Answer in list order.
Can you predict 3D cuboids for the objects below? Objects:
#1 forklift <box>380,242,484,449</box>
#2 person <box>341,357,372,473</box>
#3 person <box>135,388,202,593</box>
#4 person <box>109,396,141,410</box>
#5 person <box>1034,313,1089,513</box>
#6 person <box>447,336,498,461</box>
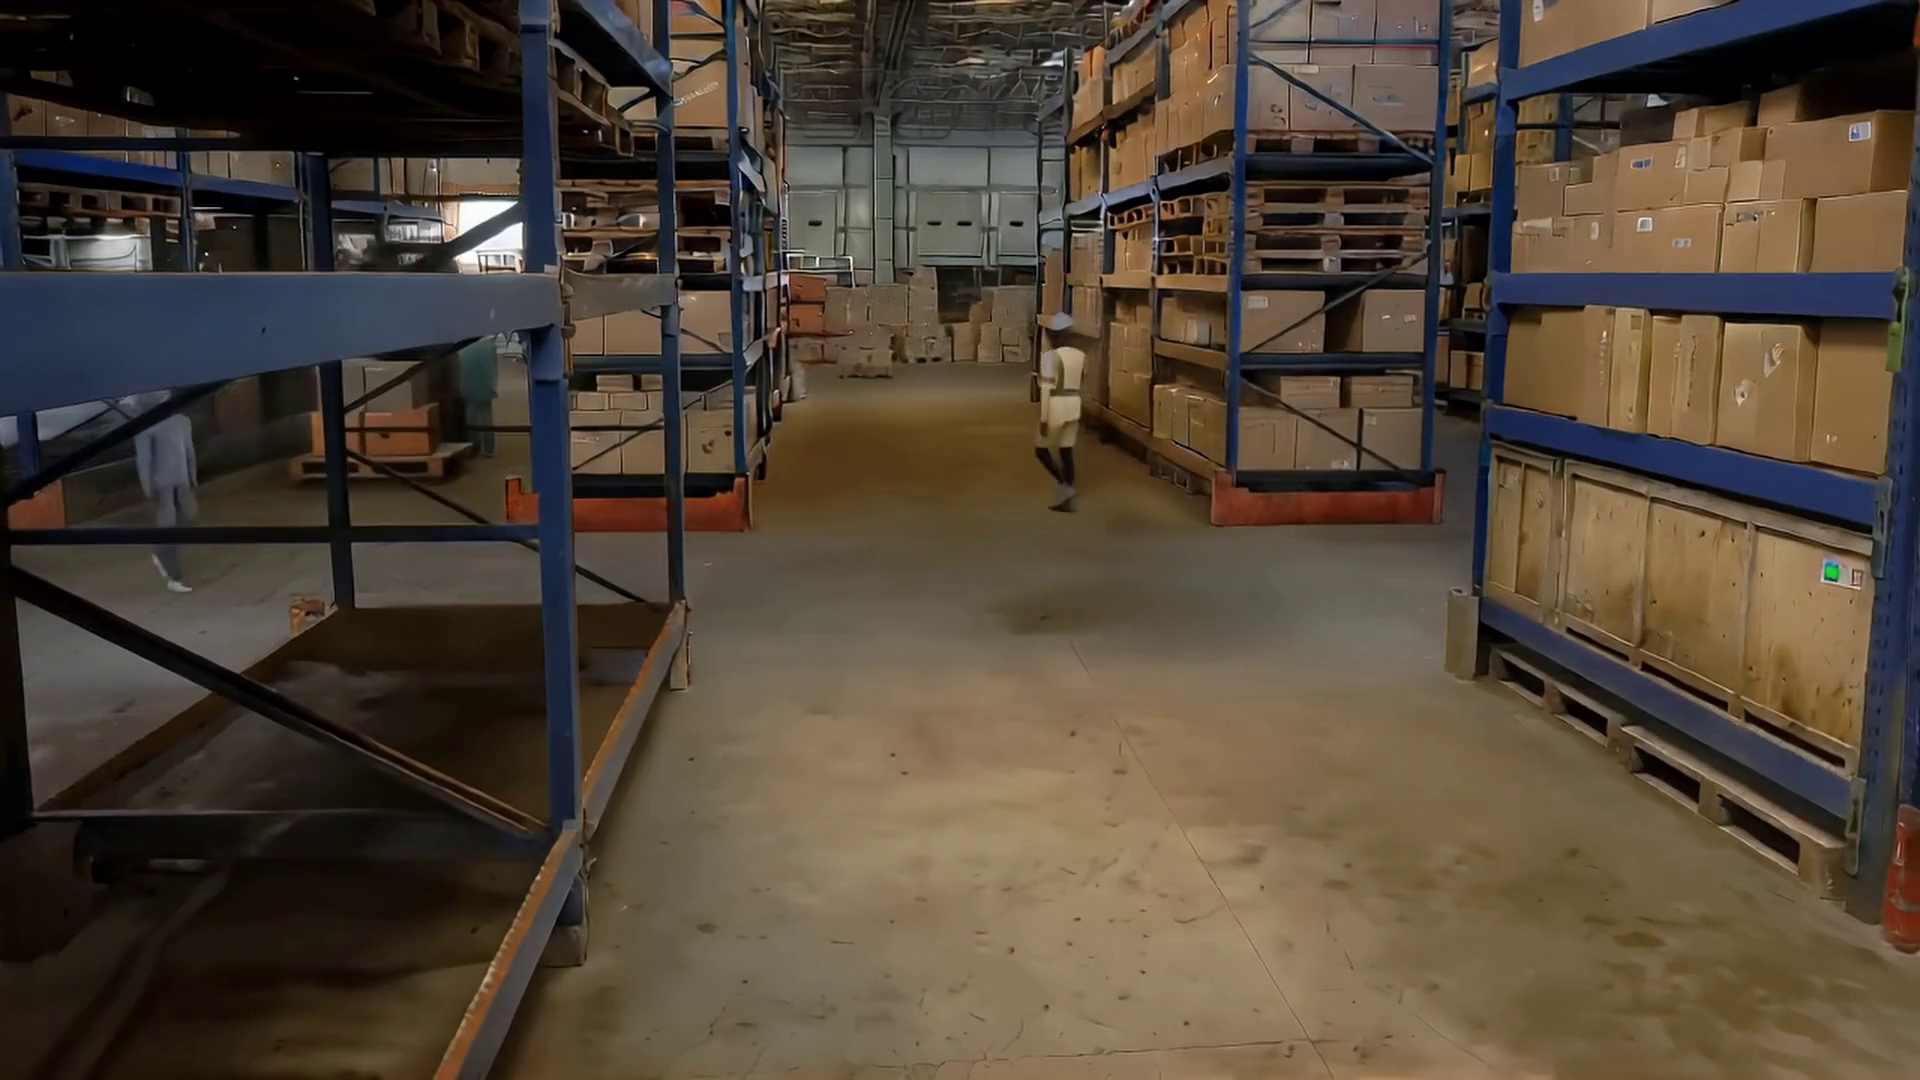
[{"bbox_3d":[-7.010,-2.495,21.797,1.129,2.768,1.873,-1,9,-4],"label":"forklift"},{"bbox_3d":[-7.289,-1.626,20.044,0.541,1.696,0.315,-6,11,-33],"label":"person"},{"bbox_3d":[-6.046,-0.410,12.645,0.432,1.616,0.515,4,10,24],"label":"person"},{"bbox_3d":[-14.971,-3.334,29.694,0.538,2.000,0.687,4,10,25],"label":"person"},{"bbox_3d":[1.014,-1.272,16.795,0.631,2.023,0.424,-8,12,-40],"label":"person"},{"bbox_3d":[-6.337,-1.987,21.641,0.641,1.913,0.407,-5,10,-29],"label":"person"}]
